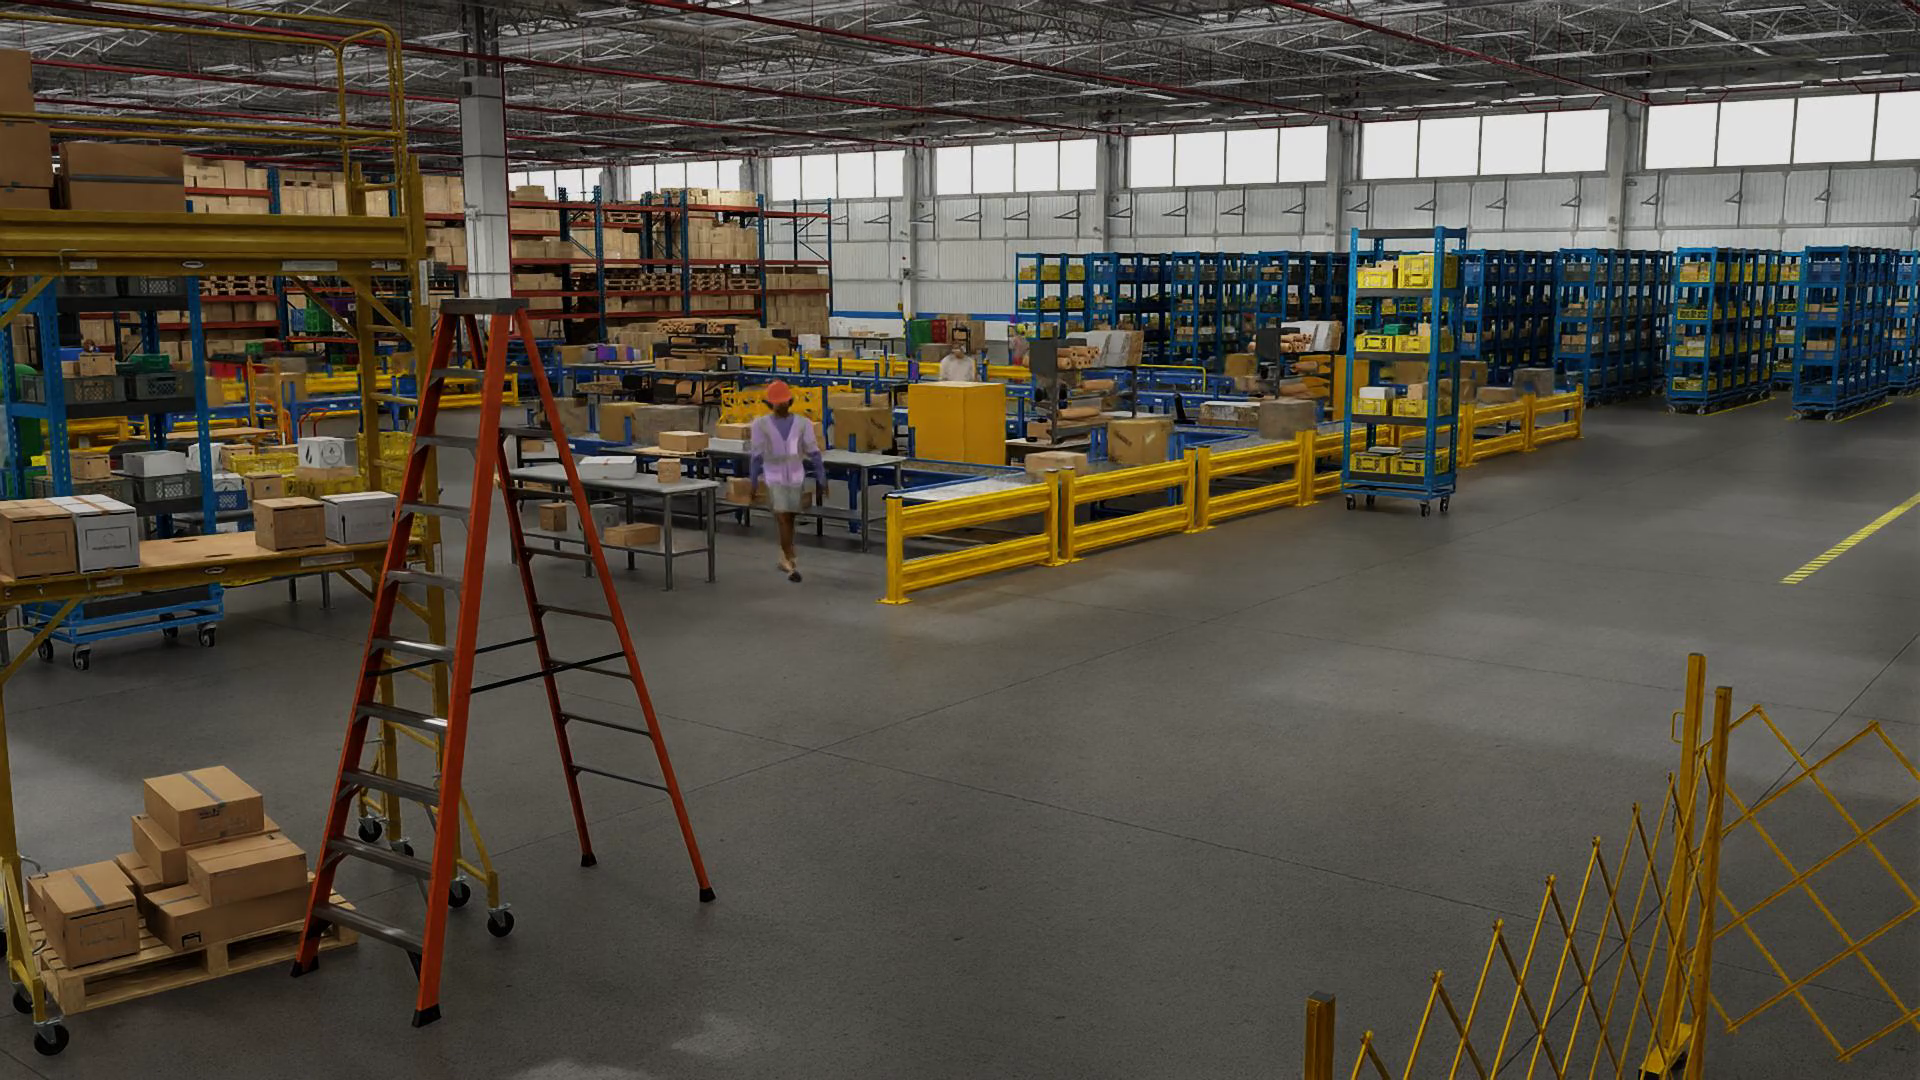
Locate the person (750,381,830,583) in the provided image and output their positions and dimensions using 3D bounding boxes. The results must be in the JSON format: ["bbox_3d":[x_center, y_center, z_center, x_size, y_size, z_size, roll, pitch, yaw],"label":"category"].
[{"bbox_3d":[-1.679,-0.580,16.471,0.747,1.972,1.059,-3,10,-17],"label":"person"}]

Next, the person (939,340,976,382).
[{"bbox_3d":[-0.032,-2.550,29.039,0.654,1.889,0.443,-1,9,-9],"label":"person"}]

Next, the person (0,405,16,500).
[{"bbox_3d":[-11.648,-1.050,19.971,0.589,1.796,0.897,0,9,-1],"label":"person"}]

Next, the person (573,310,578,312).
[{"bbox_3d":[-16.350,-9.154,70.603,0.963,1.782,0.599,-6,11,-33],"label":"person"}]

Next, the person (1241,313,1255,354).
[{"bbox_3d":[8.519,-5.876,49.669,0.625,1.937,1.050,-8,12,-39],"label":"person"}]

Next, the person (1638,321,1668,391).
[{"bbox_3d":[17.832,-4.731,42.893,0.917,1.800,0.600,6,11,35],"label":"person"}]

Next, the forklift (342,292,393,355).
[{"bbox_3d":[-16.485,-5.622,45.120,1.129,2.768,1.873,7,11,37],"label":"forklift"}]

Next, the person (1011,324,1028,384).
[{"bbox_3d":[1.601,-4.607,42.286,0.750,1.739,0.541,8,12,41],"label":"person"}]

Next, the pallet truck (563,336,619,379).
[{"bbox_3d":[-10.690,-5.294,48.215,1.601,1.201,0.680,-5,10,-26],"label":"pallet truck"}]

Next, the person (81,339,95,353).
[{"bbox_3d":[-18.666,-3.492,35.705,0.283,1.633,0.498,2,9,12],"label":"person"}]

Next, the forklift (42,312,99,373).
[{"bbox_3d":[-23.779,-5.451,44.052,1.873,2.768,1.129,7,11,36],"label":"forklift"}]

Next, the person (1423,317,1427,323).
[{"bbox_3d":[13.146,-5.391,46.961,0.588,1.826,0.403,1,9,5],"label":"person"}]

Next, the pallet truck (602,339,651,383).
[{"bbox_3d":[-8.991,-4.871,45.351,0.653,1.274,1.630,7,11,37],"label":"pallet truck"}]
